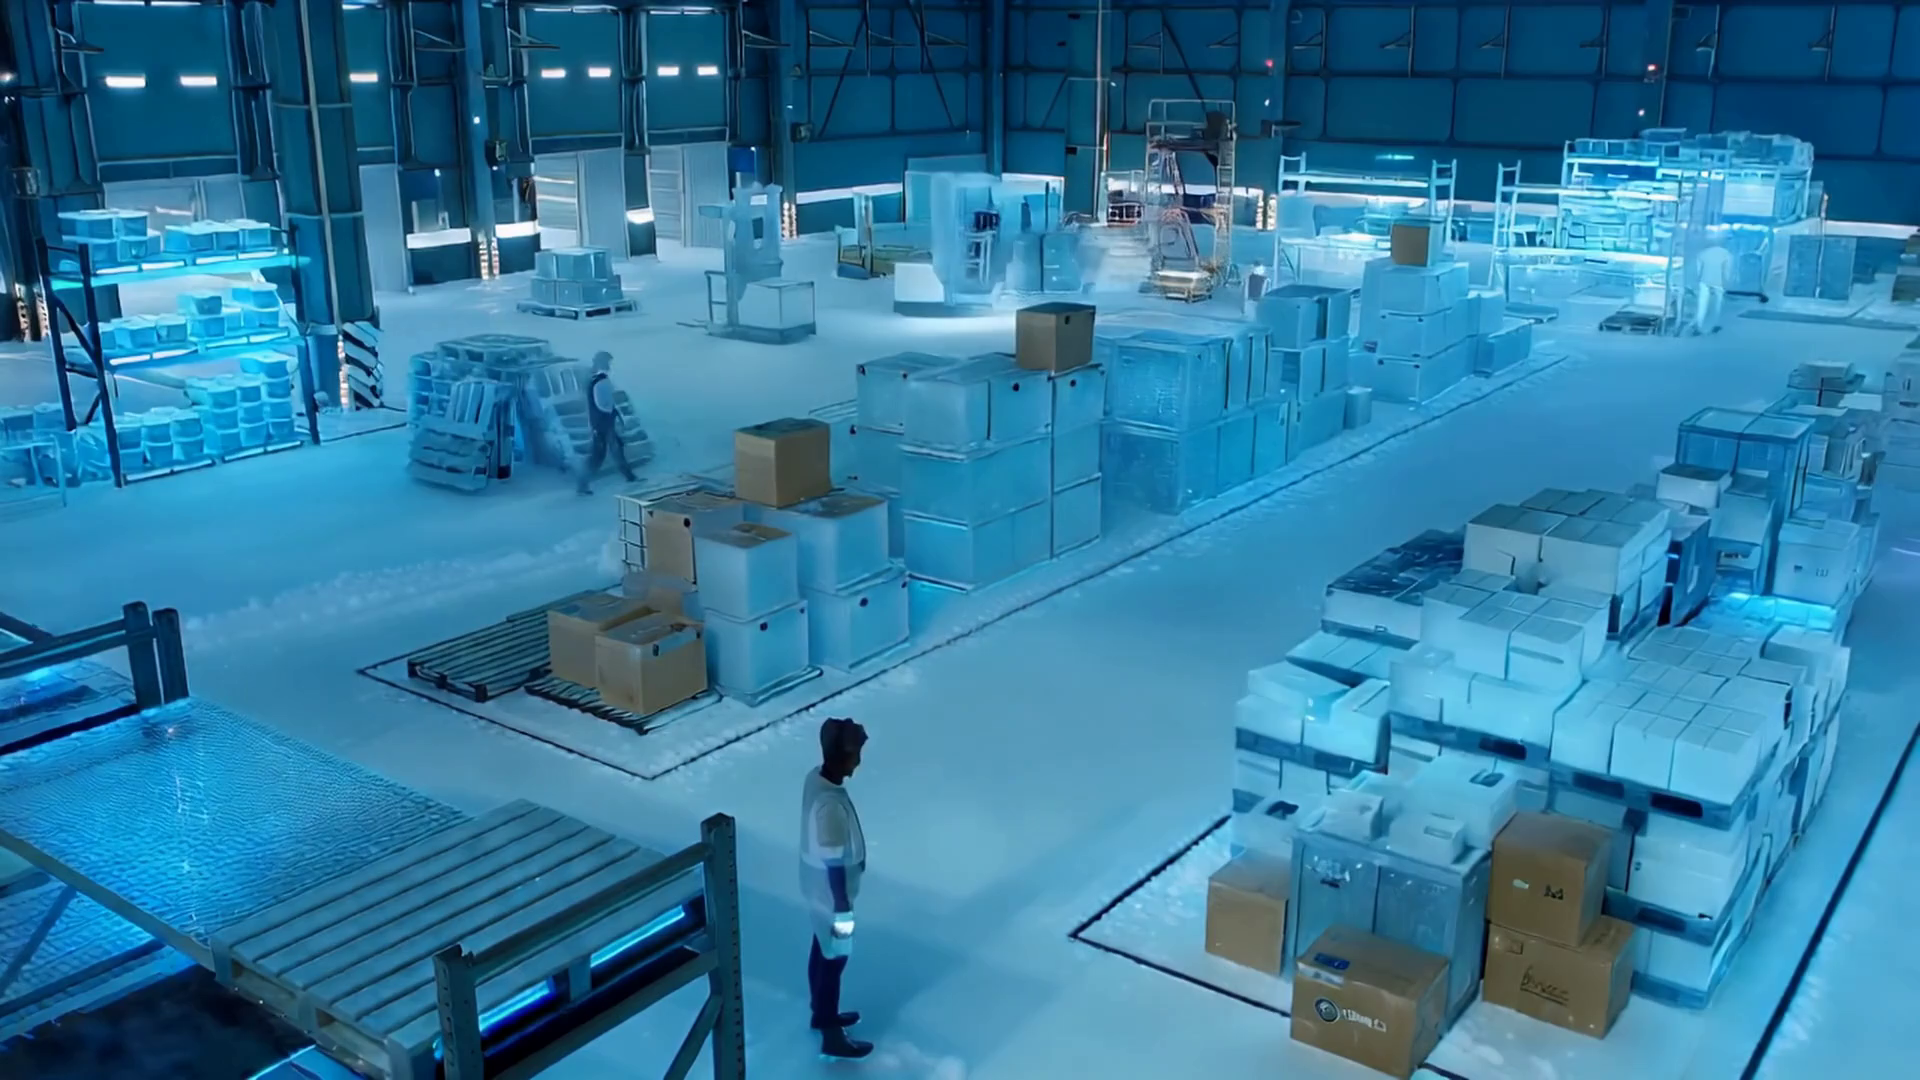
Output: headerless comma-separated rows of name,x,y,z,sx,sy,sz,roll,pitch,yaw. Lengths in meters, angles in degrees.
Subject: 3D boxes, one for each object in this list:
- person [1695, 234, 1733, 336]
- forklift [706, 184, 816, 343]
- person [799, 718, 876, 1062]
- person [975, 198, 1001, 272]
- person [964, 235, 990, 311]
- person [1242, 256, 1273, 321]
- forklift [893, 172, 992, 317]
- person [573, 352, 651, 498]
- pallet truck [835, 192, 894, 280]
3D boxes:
person,14.223,-4.823,31.443,0.648,1.888,1.011,13,21,37
forklift,-3.717,-5.181,30.929,1.873,2.768,1.129,12,21,35
person,-0.679,1.888,9.091,0.397,1.958,0.607,-4,17,-13
person,0.642,-7.031,38.782,0.607,1.865,0.403,0,17,-1
person,0.336,-5.515,34.213,0.532,1.591,0.861,-6,18,-18
person,5.070,-3.884,28.308,0.557,1.889,0.972,8,19,25
forklift,-0.359,-5.968,33.535,1.873,2.768,1.129,3,17,9
person,-4.339,-1.424,20.369,1.022,1.786,0.505,-9,19,-27
pallet truck,-1.936,-7.159,38.982,1.885,1.965,0.823,-12,21,-34
